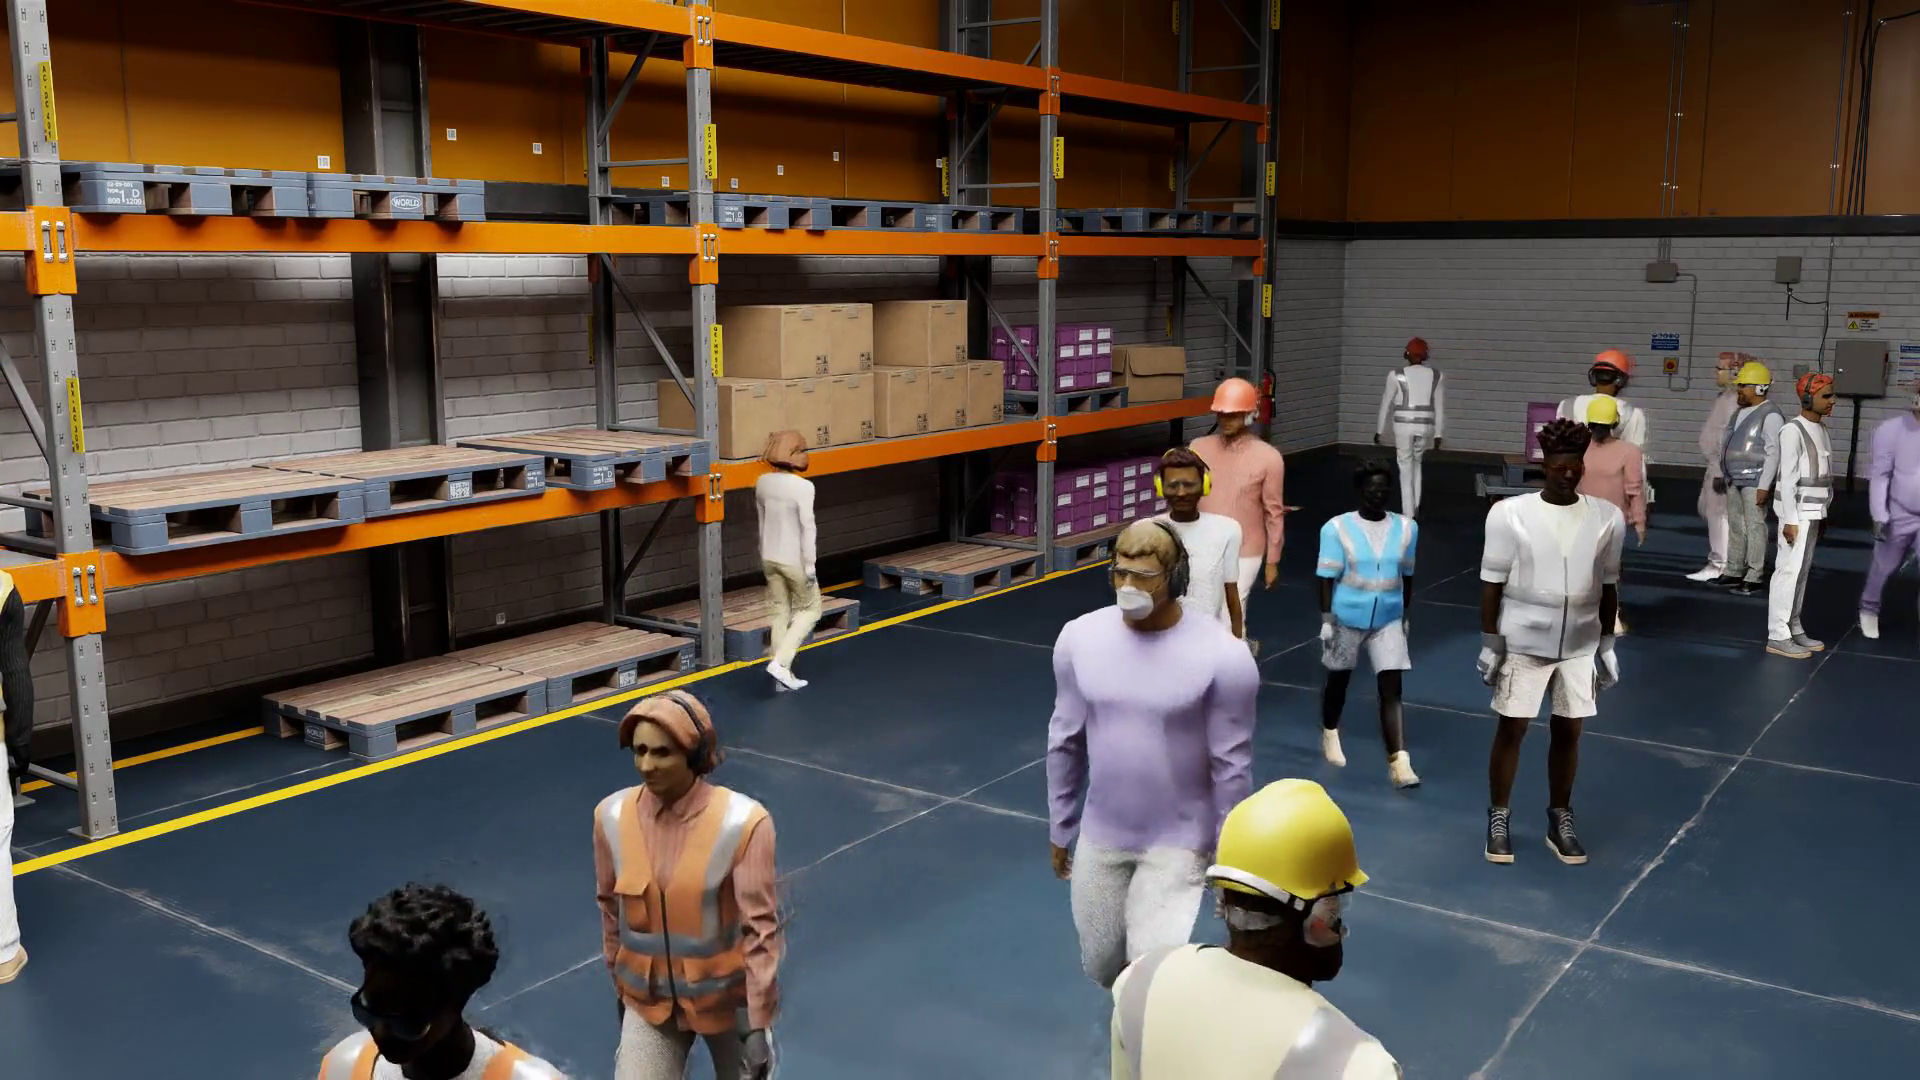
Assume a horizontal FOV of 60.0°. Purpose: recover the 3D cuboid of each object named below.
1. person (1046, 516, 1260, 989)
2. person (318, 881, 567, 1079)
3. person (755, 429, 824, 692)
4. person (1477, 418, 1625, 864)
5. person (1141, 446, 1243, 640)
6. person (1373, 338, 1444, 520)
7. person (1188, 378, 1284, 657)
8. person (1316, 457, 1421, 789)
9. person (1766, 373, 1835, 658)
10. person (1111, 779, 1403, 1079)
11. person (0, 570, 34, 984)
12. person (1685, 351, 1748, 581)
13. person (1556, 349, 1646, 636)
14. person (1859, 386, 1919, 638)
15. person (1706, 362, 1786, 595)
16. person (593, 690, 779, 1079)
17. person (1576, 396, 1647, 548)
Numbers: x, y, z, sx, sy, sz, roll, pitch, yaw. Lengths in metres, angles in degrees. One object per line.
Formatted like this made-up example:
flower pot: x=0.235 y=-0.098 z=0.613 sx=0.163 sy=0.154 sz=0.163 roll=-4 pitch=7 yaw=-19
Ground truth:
person: x=0.569 y=0.860 z=4.895 sx=0.639 sy=1.917 sz=0.797 roll=6 pitch=11 yaw=30
person: x=-0.881 y=1.357 z=2.681 sx=0.553 sy=1.647 sz=0.864 roll=5 pitch=11 yaw=27
person: x=-1.042 y=0.138 z=10.079 sx=0.502 sy=1.621 sz=0.365 roll=8 pitch=12 yaw=38
person: x=2.561 y=0.443 z=7.228 sx=0.613 sy=1.962 sz=0.367 roll=0 pitch=10 yaw=2
person: x=0.978 y=0.497 z=7.245 sx=0.537 sy=1.851 sz=0.580 roll=1 pitch=10 yaw=5
person: x=4.482 y=-1.084 z=16.635 sx=0.598 sy=1.864 sz=0.642 roll=-1 pitch=10 yaw=-9
person: x=1.590 y=0.039 z=9.617 sx=0.631 sy=1.975 sz=0.753 roll=7 pitch=12 yaw=36
person: x=2.058 y=0.404 z=8.389 sx=0.540 sy=1.644 sz=0.847 roll=-1 pitch=10 yaw=-3
person: x=5.628 y=-0.165 z=11.098 sx=0.356 sy=1.882 sz=0.574 roll=9 pitch=13 yaw=44
person: x=0.545 y=1.283 z=2.815 sx=0.980 sy=1.767 sz=0.620 roll=-6 pitch=11 yaw=-33
person: x=-3.674 y=0.720 z=5.986 sx=0.619 sy=1.836 sz=0.431 roll=-5 pitch=11 yaw=-28
person: x=6.281 y=-0.591 z=13.584 sx=0.479 sy=1.894 sz=0.651 roll=4 pitch=10 yaw=21
person: x=4.364 y=-0.318 z=11.641 sx=0.851 sy=2.012 sz=0.617 roll=7 pitch=12 yaw=36
person: x=6.434 y=-0.177 z=11.231 sx=0.638 sy=1.867 sz=0.953 roll=2 pitch=10 yaw=13
person: x=6.225 y=-0.487 z=13.159 sx=0.403 sy=1.833 sz=0.591 roll=-1 pitch=10 yaw=-6
person: x=-0.667 y=1.149 z=4.115 sx=0.522 sy=1.593 sz=0.857 roll=2 pitch=10 yaw=14
person: x=4.310 y=-0.114 z=11.219 sx=0.626 sy=1.732 sz=0.464 roll=9 pitch=13 yaw=42
